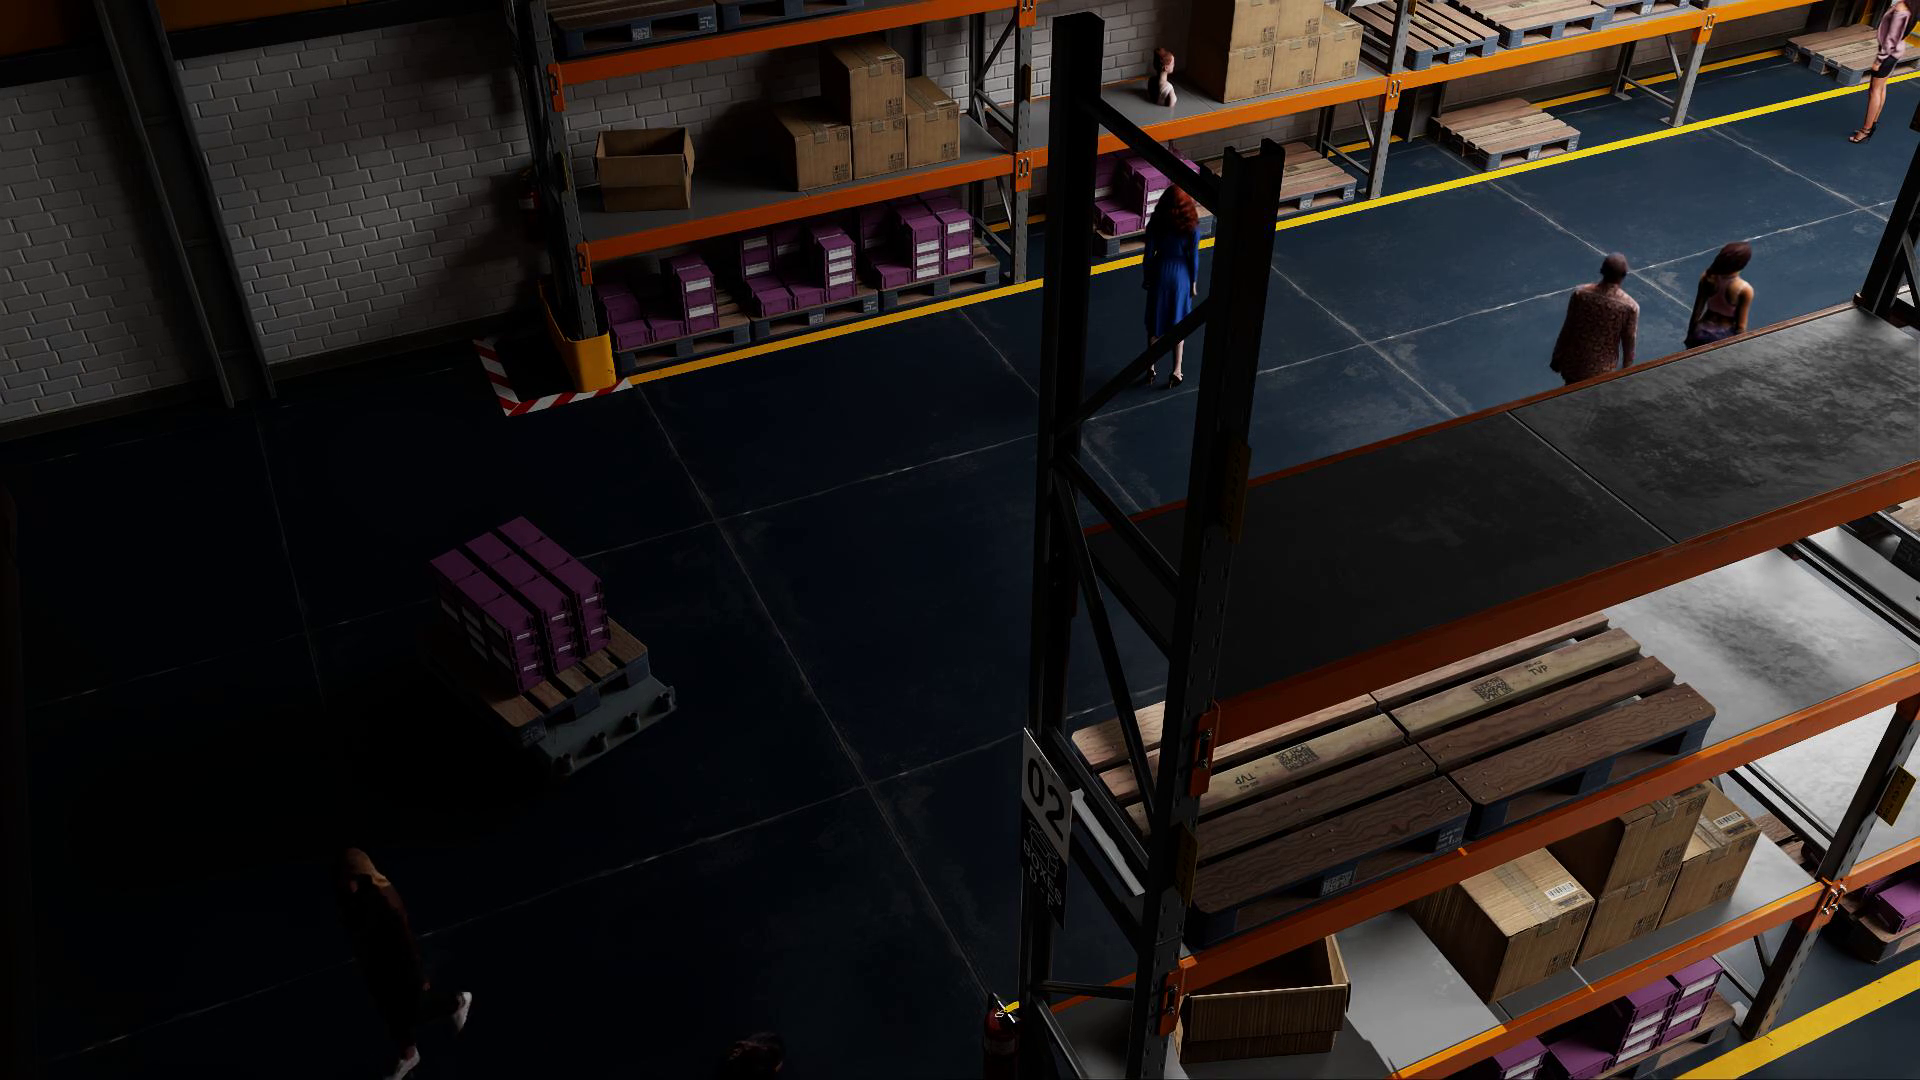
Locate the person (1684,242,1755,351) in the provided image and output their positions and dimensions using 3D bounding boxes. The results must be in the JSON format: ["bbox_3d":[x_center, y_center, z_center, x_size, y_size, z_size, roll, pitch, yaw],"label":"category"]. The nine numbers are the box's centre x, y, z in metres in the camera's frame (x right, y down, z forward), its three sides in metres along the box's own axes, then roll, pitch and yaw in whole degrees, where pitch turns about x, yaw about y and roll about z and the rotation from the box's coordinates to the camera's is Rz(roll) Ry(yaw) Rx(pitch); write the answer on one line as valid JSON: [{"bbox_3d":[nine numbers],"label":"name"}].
[{"bbox_3d":[5.856,-1.533,12.952,0.667,1.765,0.653,32,48,34],"label":"person"}]

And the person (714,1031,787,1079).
[{"bbox_3d":[-0.965,2.845,7.594,0.888,1.610,1.049,25,45,28],"label":"person"}]

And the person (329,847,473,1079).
[{"bbox_3d":[-2.841,2.096,8.463,0.848,1.697,0.958,24,44,27],"label":"person"}]

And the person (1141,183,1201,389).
[{"bbox_3d":[1.699,-2.056,13.556,0.708,1.828,0.768,13,40,15],"label":"person"}]

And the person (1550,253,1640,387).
[{"bbox_3d":[4.748,-1.275,12.641,1.090,1.751,1.326,28,46,30],"label":"person"}]

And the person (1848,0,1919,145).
[{"bbox_3d":[9.634,-5.007,17.265,0.757,1.811,0.604,30,47,32],"label":"person"}]

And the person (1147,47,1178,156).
[{"bbox_3d":[1.853,-3.811,15.783,0.501,1.793,0.555,-18,42,-21],"label":"person"}]
